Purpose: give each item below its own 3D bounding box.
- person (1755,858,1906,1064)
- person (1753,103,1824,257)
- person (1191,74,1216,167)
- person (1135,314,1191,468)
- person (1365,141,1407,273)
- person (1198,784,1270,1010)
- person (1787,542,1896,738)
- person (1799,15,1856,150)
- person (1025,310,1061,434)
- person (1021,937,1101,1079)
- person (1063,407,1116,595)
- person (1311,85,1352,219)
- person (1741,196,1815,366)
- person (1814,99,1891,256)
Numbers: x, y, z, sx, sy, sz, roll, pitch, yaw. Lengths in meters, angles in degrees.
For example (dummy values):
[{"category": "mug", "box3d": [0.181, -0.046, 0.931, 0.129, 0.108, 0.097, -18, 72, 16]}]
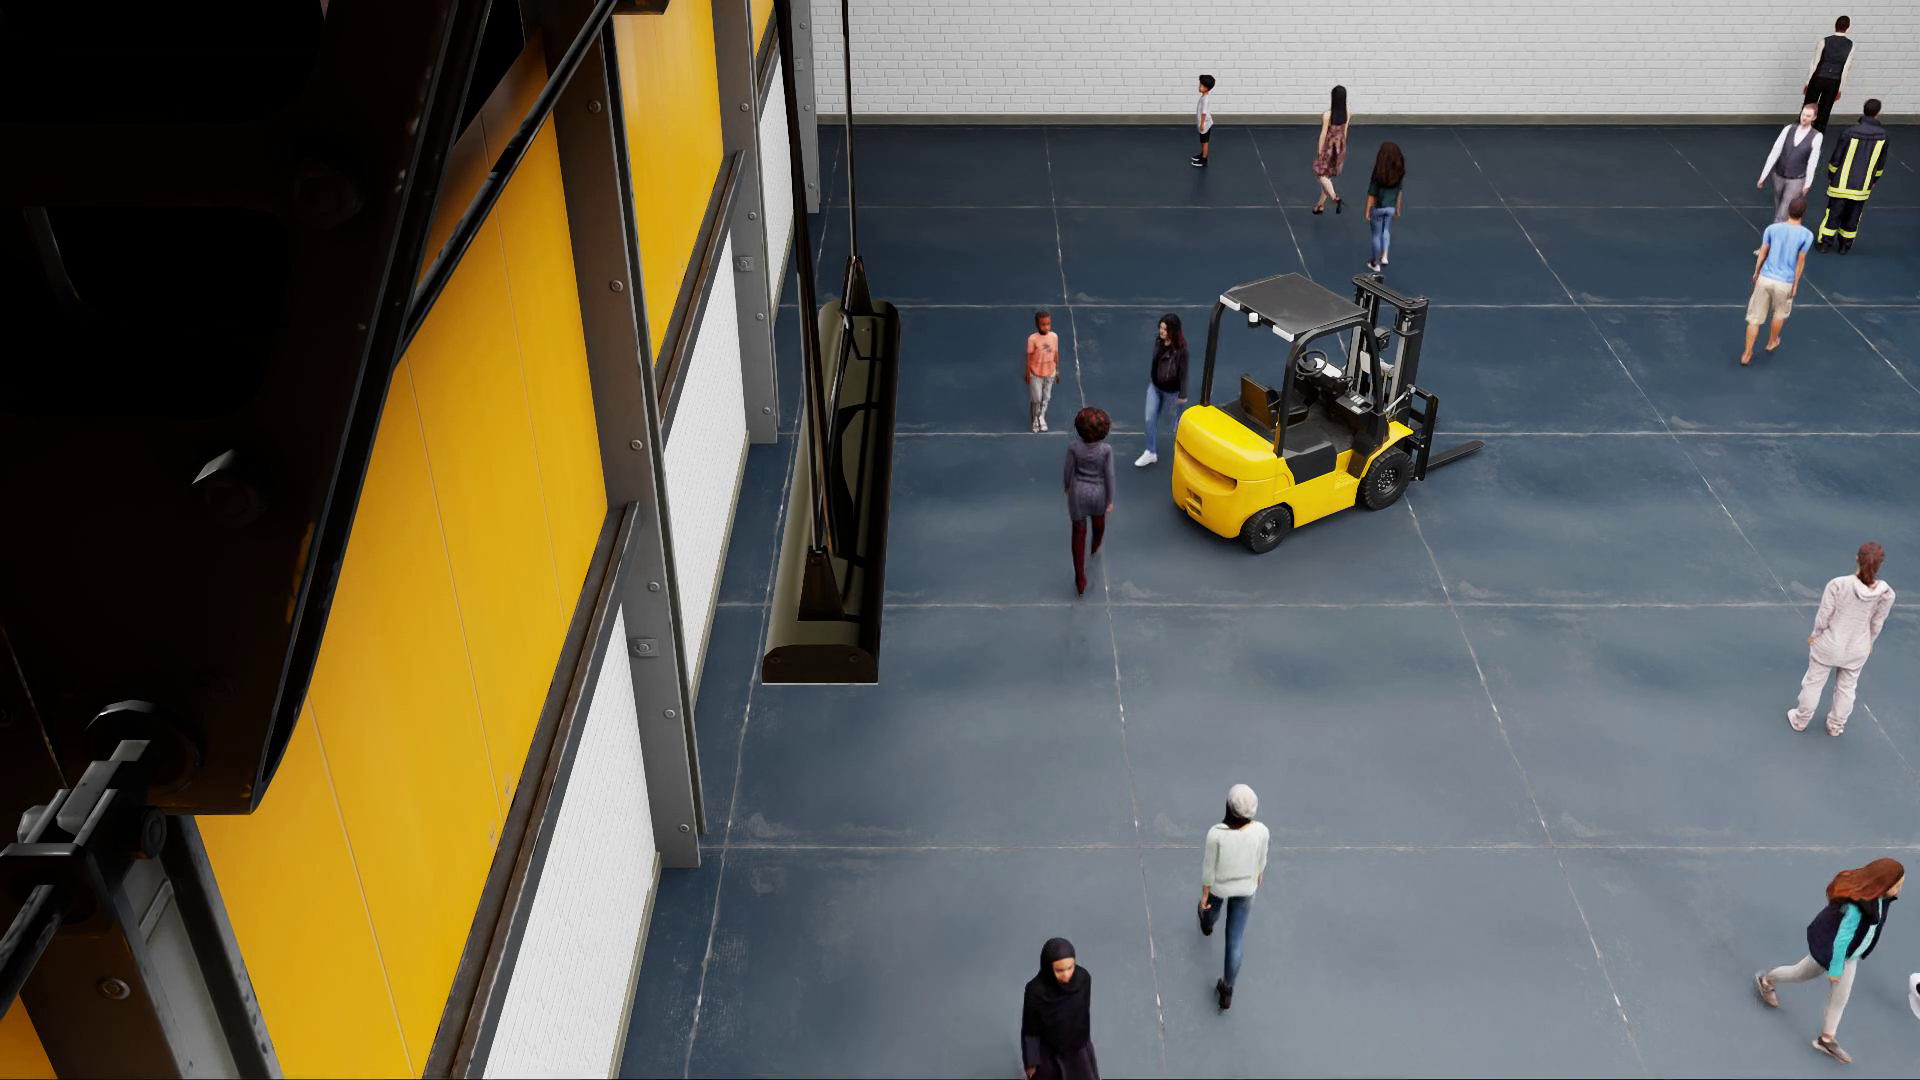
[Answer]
[{"category": "person", "box3d": [5.369, 2.501, 10.317, 0.861, 1.459, 1.059, -15, 36, -21]}, {"category": "person", "box3d": [10.183, -4.427, 20.343, 1.197, 1.898, 1.213, -23, 40, -30]}, {"category": "person", "box3d": [3.389, -5.821, 23.020, 0.561, 1.255, 0.441, 4, 34, 6]}, {"category": "person", "box3d": [2.066, -1.456, 16.131, 1.029, 1.611, 1.019, -22, 39, -29]}, {"category": "person", "box3d": [5.097, -3.948, 19.882, 0.674, 1.609, 0.690, -9, 35, -14]}, {"category": "person", "box3d": [1.739, 2.262, 10.553, 0.626, 1.594, 1.108, -2, 34, -3]}, {"category": "person", "box3d": [6.748, 0.775, 12.703, 0.698, 1.691, 0.666, 10, 35, 14]}, {"category": "person", "box3d": [12.061, -6.348, 23.216, 0.755, 1.917, 0.723, 12, 35, 17]}, {"category": "person", "box3d": [0.807, -1.741, 16.837, 0.553, 1.304, 0.561, -8, 35, -12]}, {"category": "person", "box3d": [0.539, 2.854, 9.649, 0.778, 1.610, 0.872, -14, 36, -20]}, {"category": "person", "box3d": [1.091, -0.306, 14.348, 0.732, 1.670, 1.099, 6, 34, 8]}, {"category": "person", "box3d": [4.756, -4.885, 21.157, 0.835, 1.760, 1.008, -13, 36, -19]}, {"category": "person", "box3d": [8.748, -2.737, 17.861, 0.971, 1.831, 1.128, 19, 38, 27]}, {"category": "person", "box3d": [10.924, -4.440, 20.339, 0.847, 1.923, 0.768, 8, 34, 11]}]
